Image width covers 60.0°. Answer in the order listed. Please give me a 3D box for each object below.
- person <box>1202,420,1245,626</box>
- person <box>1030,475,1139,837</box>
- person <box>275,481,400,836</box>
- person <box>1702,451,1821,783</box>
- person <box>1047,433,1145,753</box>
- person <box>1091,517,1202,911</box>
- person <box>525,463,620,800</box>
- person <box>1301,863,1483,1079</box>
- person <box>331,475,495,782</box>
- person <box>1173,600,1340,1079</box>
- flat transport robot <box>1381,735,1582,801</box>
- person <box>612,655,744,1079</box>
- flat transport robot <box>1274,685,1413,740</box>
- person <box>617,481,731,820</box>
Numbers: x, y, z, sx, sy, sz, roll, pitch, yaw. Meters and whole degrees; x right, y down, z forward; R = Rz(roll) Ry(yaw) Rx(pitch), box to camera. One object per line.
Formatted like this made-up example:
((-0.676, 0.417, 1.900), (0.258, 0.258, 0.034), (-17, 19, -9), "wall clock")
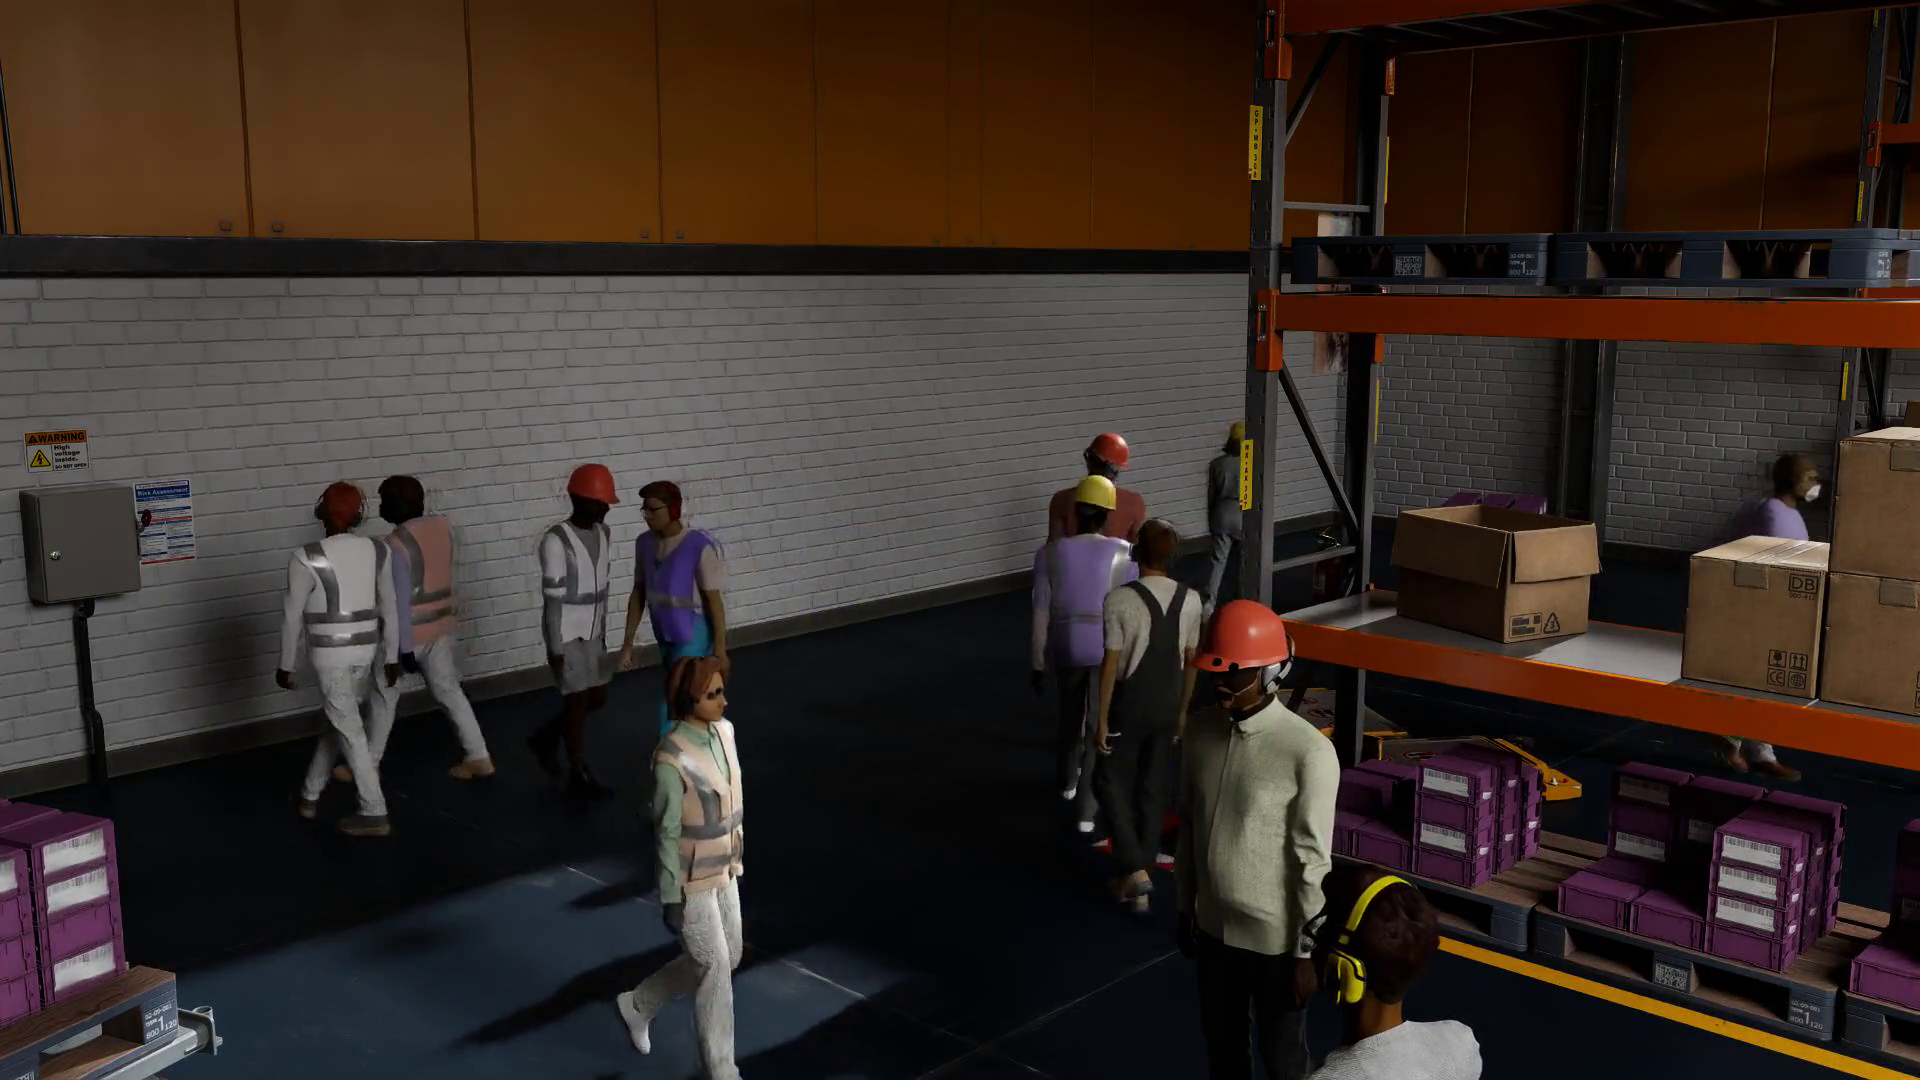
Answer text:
((2.246, -0.133, 13.729), (0.496, 1.715, 0.791), (4, 10, 24), "person")
((0.686, 0.595, 8.868), (0.592, 1.869, 0.957), (2, 10, 15), "person")
((-3.317, 0.610, 8.767), (0.859, 1.839, 0.572), (5, 11, 29), "person")
((4.658, 0.449, 9.515), (0.457, 1.923, 0.651), (6, 11, 34), "person")
((0.861, 0.297, 10.417), (0.603, 1.929, 1.001), (2, 10, 14), "person")
((0.839, 0.806, 7.643), (0.537, 1.823, 0.397), (-4, 10, -24), "person")
((-2.161, 0.506, 9.264), (0.650, 1.904, 0.552), (5, 10, 26), "person")
((0.751, 1.511, 3.157), (0.510, 1.877, 0.328), (-7, 12, -39), "person")
((-3.131, 0.513, 9.525), (0.930, 1.793, 0.616), (3, 10, 18), "person")
((0.861, 1.153, 5.030), (0.404, 1.987, 0.608), (-7, 12, -37), "person")
((2.671, 1.300, 9.355), (1.431, 0.197, 0.652), (-2, 9, -10), "flat transport robot")
((-0.972, 1.188, 5.897), (0.588, 1.619, 0.524), (3, 10, 16), "person")
((2.220, 1.144, 10.313), (0.652, 0.197, 1.431), (-2, 9, -10), "flat transport robot")
((-1.600, 0.584, 9.026), (0.571, 1.806, 0.840), (9, 13, 44), "person")
